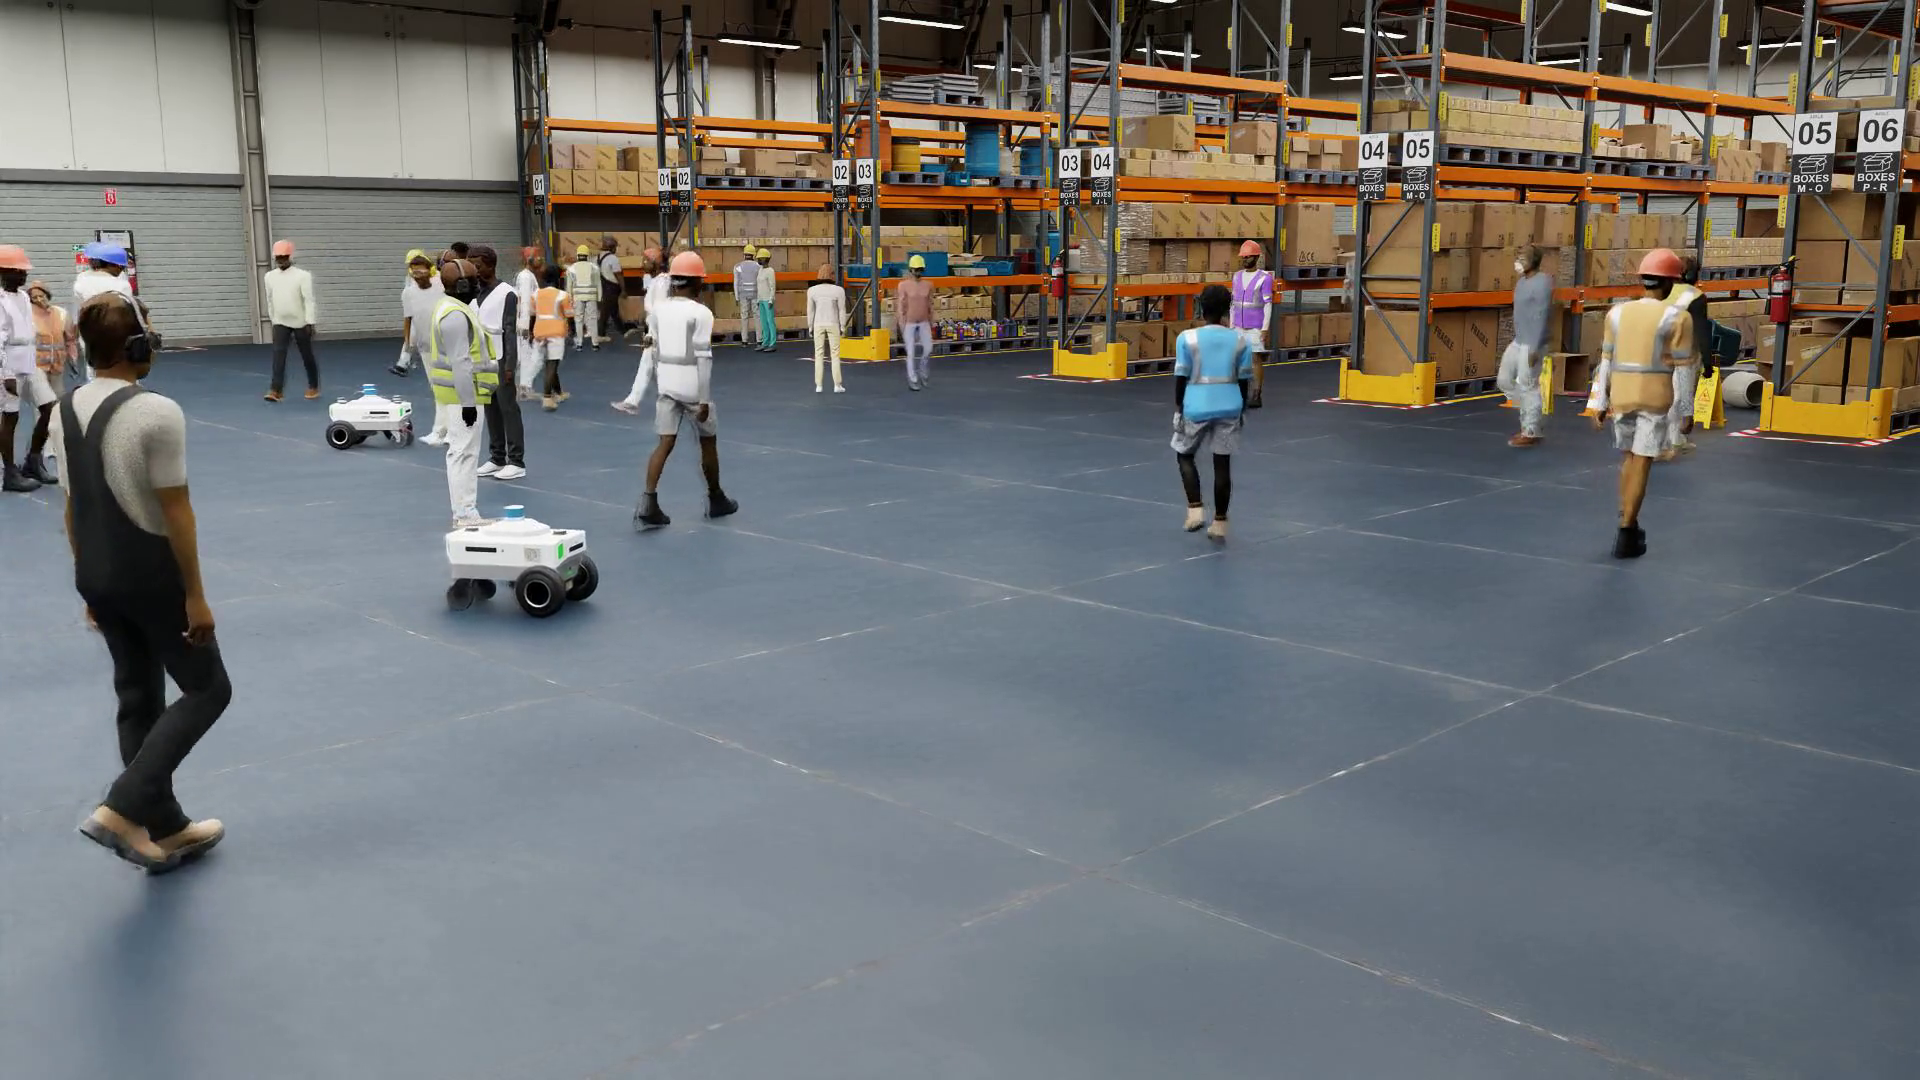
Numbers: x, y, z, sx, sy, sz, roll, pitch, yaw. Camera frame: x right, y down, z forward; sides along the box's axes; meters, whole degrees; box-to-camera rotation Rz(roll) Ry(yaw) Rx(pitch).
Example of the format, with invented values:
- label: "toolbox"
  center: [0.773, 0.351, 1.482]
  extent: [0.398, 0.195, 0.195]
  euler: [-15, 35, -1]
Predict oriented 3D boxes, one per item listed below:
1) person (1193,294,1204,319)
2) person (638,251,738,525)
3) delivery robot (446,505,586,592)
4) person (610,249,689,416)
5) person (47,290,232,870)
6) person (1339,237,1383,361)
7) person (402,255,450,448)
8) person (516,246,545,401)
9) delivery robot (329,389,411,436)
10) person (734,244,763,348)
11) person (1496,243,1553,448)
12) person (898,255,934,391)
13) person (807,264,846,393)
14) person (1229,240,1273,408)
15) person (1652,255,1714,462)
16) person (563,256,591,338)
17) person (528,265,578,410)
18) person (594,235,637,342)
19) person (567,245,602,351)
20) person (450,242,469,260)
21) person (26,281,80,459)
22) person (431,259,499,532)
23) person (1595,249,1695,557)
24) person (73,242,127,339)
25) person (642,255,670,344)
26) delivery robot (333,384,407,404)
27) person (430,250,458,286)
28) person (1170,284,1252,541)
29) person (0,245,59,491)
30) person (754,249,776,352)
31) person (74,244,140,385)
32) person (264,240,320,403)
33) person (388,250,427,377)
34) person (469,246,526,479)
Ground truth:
- label: "person"
  center: [4.306, -4.327, 29.332]
  extent: [0.369, 1.925, 0.594]
  euler: [-5, 11, -25]
- label: "person"
  center: [-1.952, -1.060, 11.620]
  extent: [0.559, 1.895, 0.982]
  euler: [5, 12, 27]
- label: "delivery robot"
  center: [-2.412, 0.056, 9.038]
  extent: [0.707, 0.478, 0.477]
  euler: [2, 11, 12]
- label: "person"
  center: [-3.416, -2.276, 18.361]
  extent: [0.940, 1.839, 0.598]
  euler: [-5, 11, -24]
- label: "person"
  center: [-2.550, 0.153, 5.147]
  extent: [0.544, 1.834, 0.491]
  euler: [4, 11, 22]
- label: "person"
  center: [6.298, -3.800, 26.274]
  extent: [1.060, 1.987, 0.634]
  euler: [-9, 14, -42]
- label: "person"
  center: [-5.023, -1.795, 15.839]
  extent: [0.548, 1.817, 0.861]
  euler: [1, 10, 8]
- label: "person"
  center: [-5.200, -2.615, 20.165]
  extent: [0.423, 1.865, 0.595]
  euler: [-2, 11, -13]
- label: "delivery robot"
  center: [-5.632, -1.204, 15.908]
  extent: [0.707, 0.478, 0.477]
  euler: [-1, 10, -4]
- label: "person"
  center: [-3.758, -4.384, 29.903]
  extent: [0.587, 1.833, 0.404]
  euler: [0, 10, 1]
- label: "person"
  center: [5.358, -1.836, 15.758]
  extent: [0.439, 1.921, 0.658]
  euler: [0, 10, -1]
- label: "person"
  center: [-0.558, -2.814, 21.565]
  extent: [0.530, 1.750, 0.391]
  euler: [-4, 11, -21]
- label: "person"
  center: [-1.705, -2.701, 21.266]
  extent: [0.501, 1.633, 0.283]
  euler: [1, 10, 7]
- label: "person"
  center: [3.380, -2.527, 19.486]
  extent: [0.542, 1.939, 0.364]
  euler: [9, 14, 41]
- label: "person"
  center: [6.489, -1.617, 14.853]
  extent: [0.804, 1.812, 0.663]
  euler: [-4, 11, -19]
- label: "person"
  center: [-7.572, -4.767, 32.625]
  extent: [0.810, 1.597, 0.508]
  euler: [-10, 14, -43]
- label: "person"
  center: [-4.704, -2.360, 19.336]
  extent: [0.554, 1.644, 0.866]
  euler: [3, 11, 17]
- label: "person"
  center: [-6.538, -4.765, 31.529]
  extent: [1.011, 2.000, 0.706]
  euler: [-9, 14, -40]
- label: "person"
  center: [-6.530, -4.212, 28.960]
  extent: [0.590, 1.833, 0.404]
  euler: [-2, 11, -11]
- label: "person"
  center: [-6.714, -3.109, 22.713]
  extent: [0.614, 1.925, 1.008]
  euler: [5, 12, 27]
- label: "person"
  center: [-8.343, -1.563, 15.180]
  extent: [0.700, 1.594, 0.557]
  euler: [6, 12, 29]
- label: "person"
  center: [-3.283, -0.937, 11.074]
  extent: [0.429, 1.847, 0.625]
  euler: [-4, 11, -20]
- label: "person"
  center: [4.381, -0.874, 10.545]
  extent: [0.732, 1.908, 0.569]
  euler: [-9, 14, -40]
- label: "person"
  center: [-10.370, -2.611, 20.019]
  extent: [0.651, 1.900, 0.956]
  euler: [0, 10, 3]
- label: "person"
  center: [-5.332, -4.151, 29.040]
  extent: [0.547, 1.674, 0.674]
  euler: [-8, 13, -37]
- label: "delivery robot"
  center: [-5.811, -1.415, 16.351]
  extent: [0.698, 0.223, 0.335]
  euler: [-4, 11, -22]
- label: "person"
  center: [-5.855, -2.398, 19.064]
  extent: [0.429, 1.838, 0.621]
  euler: [1, 10, 5]
- label: "person"
  center: [1.660, -0.842, 10.992]
  extent: [0.551, 1.678, 0.423]
  euler: [-2, 11, -10]
- label: "person"
  center: [-7.394, -1.341, 13.069]
  extent: [0.505, 1.919, 0.547]
  euler: [1, 10, 7]
- label: "person"
  center: [-3.367, -4.140, 28.752]
  extent: [0.315, 1.770, 0.524]
  euler: [-7, 12, -33]
- label: "person"
  center: [-8.138, -1.862, 15.913]
  extent: [0.639, 1.912, 0.529]
  euler: [0, 10, 2]
- label: "person"
  center: [-8.122, -2.655, 20.216]
  extent: [0.631, 1.940, 1.046]
  euler: [0, 10, 2]
- label: "person"
  center: [-7.664, -3.174, 23.422]
  extent: [0.590, 1.782, 0.911]
  euler: [5, 12, 27]
- label: "person"
  center: [-3.866, -1.480, 13.856]
  extent: [0.585, 1.912, 0.376]
  euler: [8, 13, 37]
